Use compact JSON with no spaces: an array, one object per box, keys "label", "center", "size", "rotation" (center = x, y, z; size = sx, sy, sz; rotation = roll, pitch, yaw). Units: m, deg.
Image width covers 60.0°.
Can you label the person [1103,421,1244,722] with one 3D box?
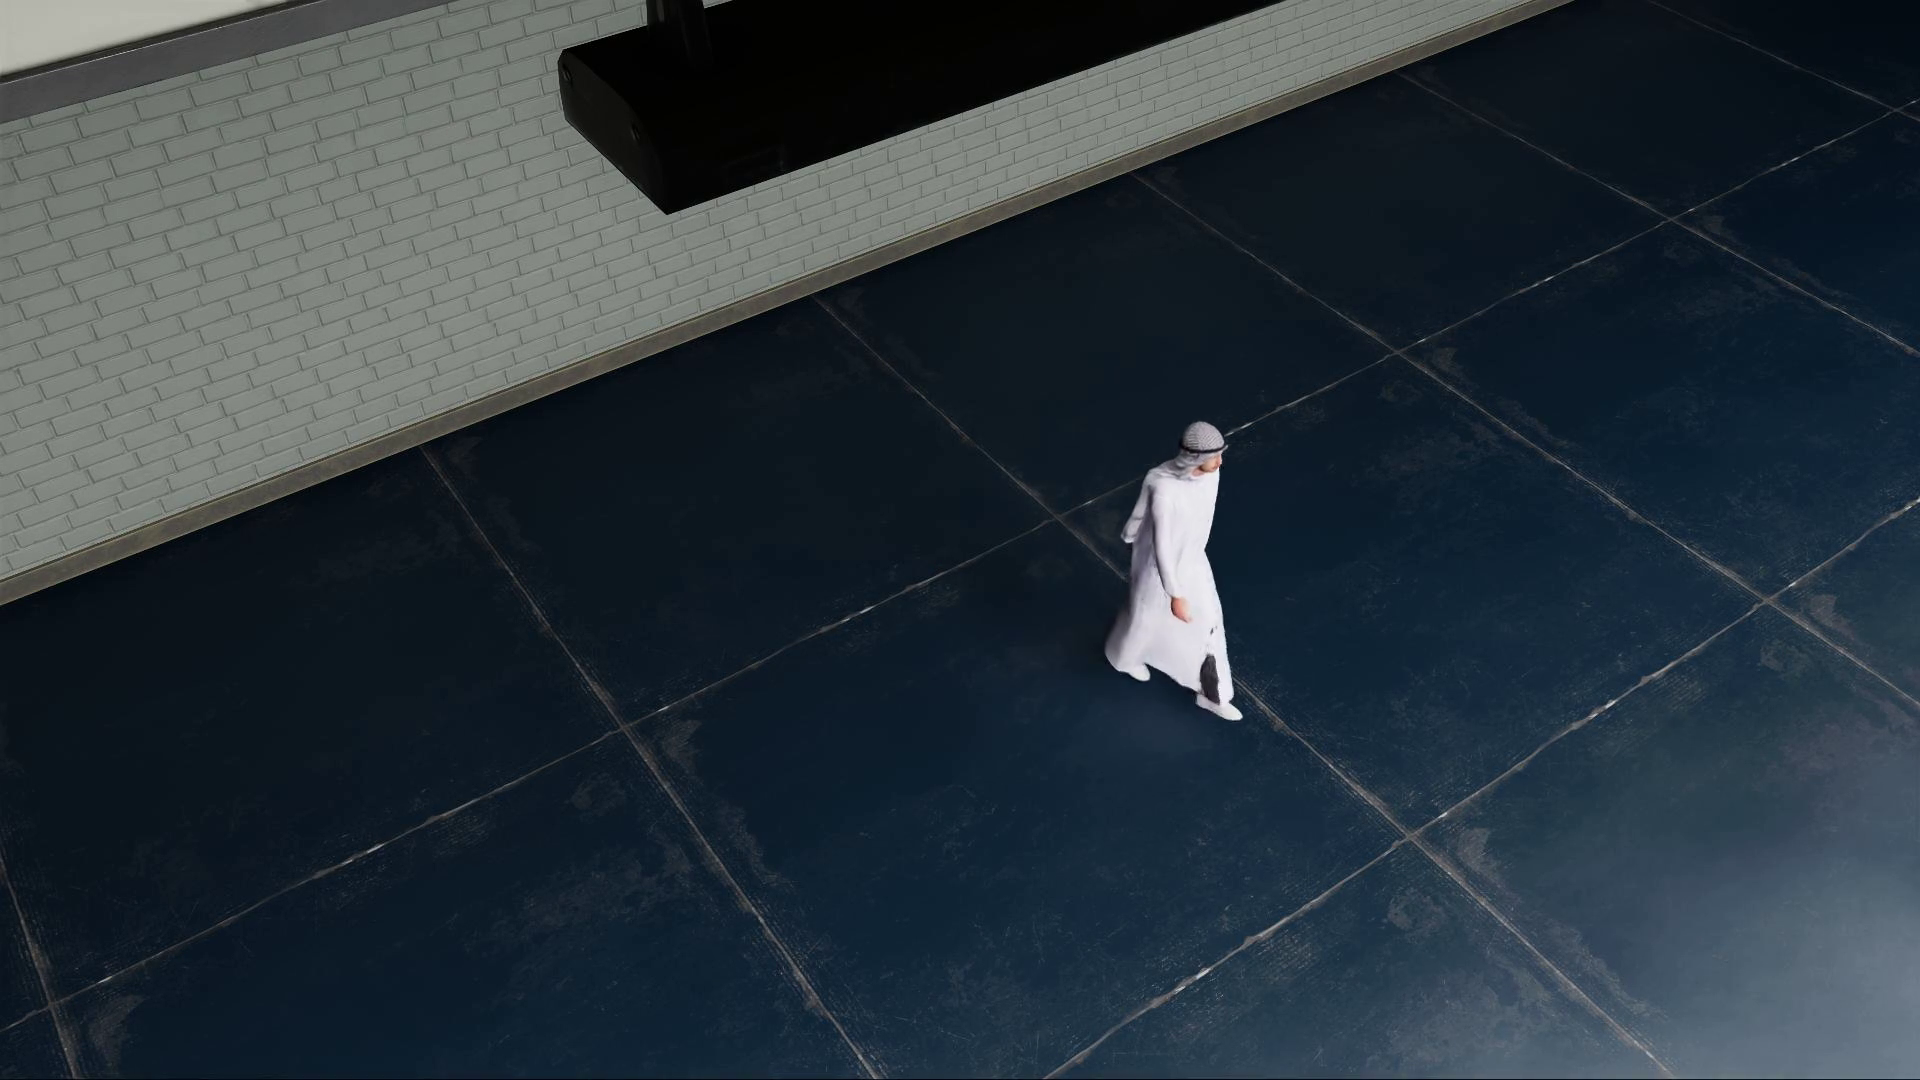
[{"label":"person","center":[1.029,0.075,8.781],"size":[0.706,1.882,1.135],"rotation":[-27,49,-26]}]
